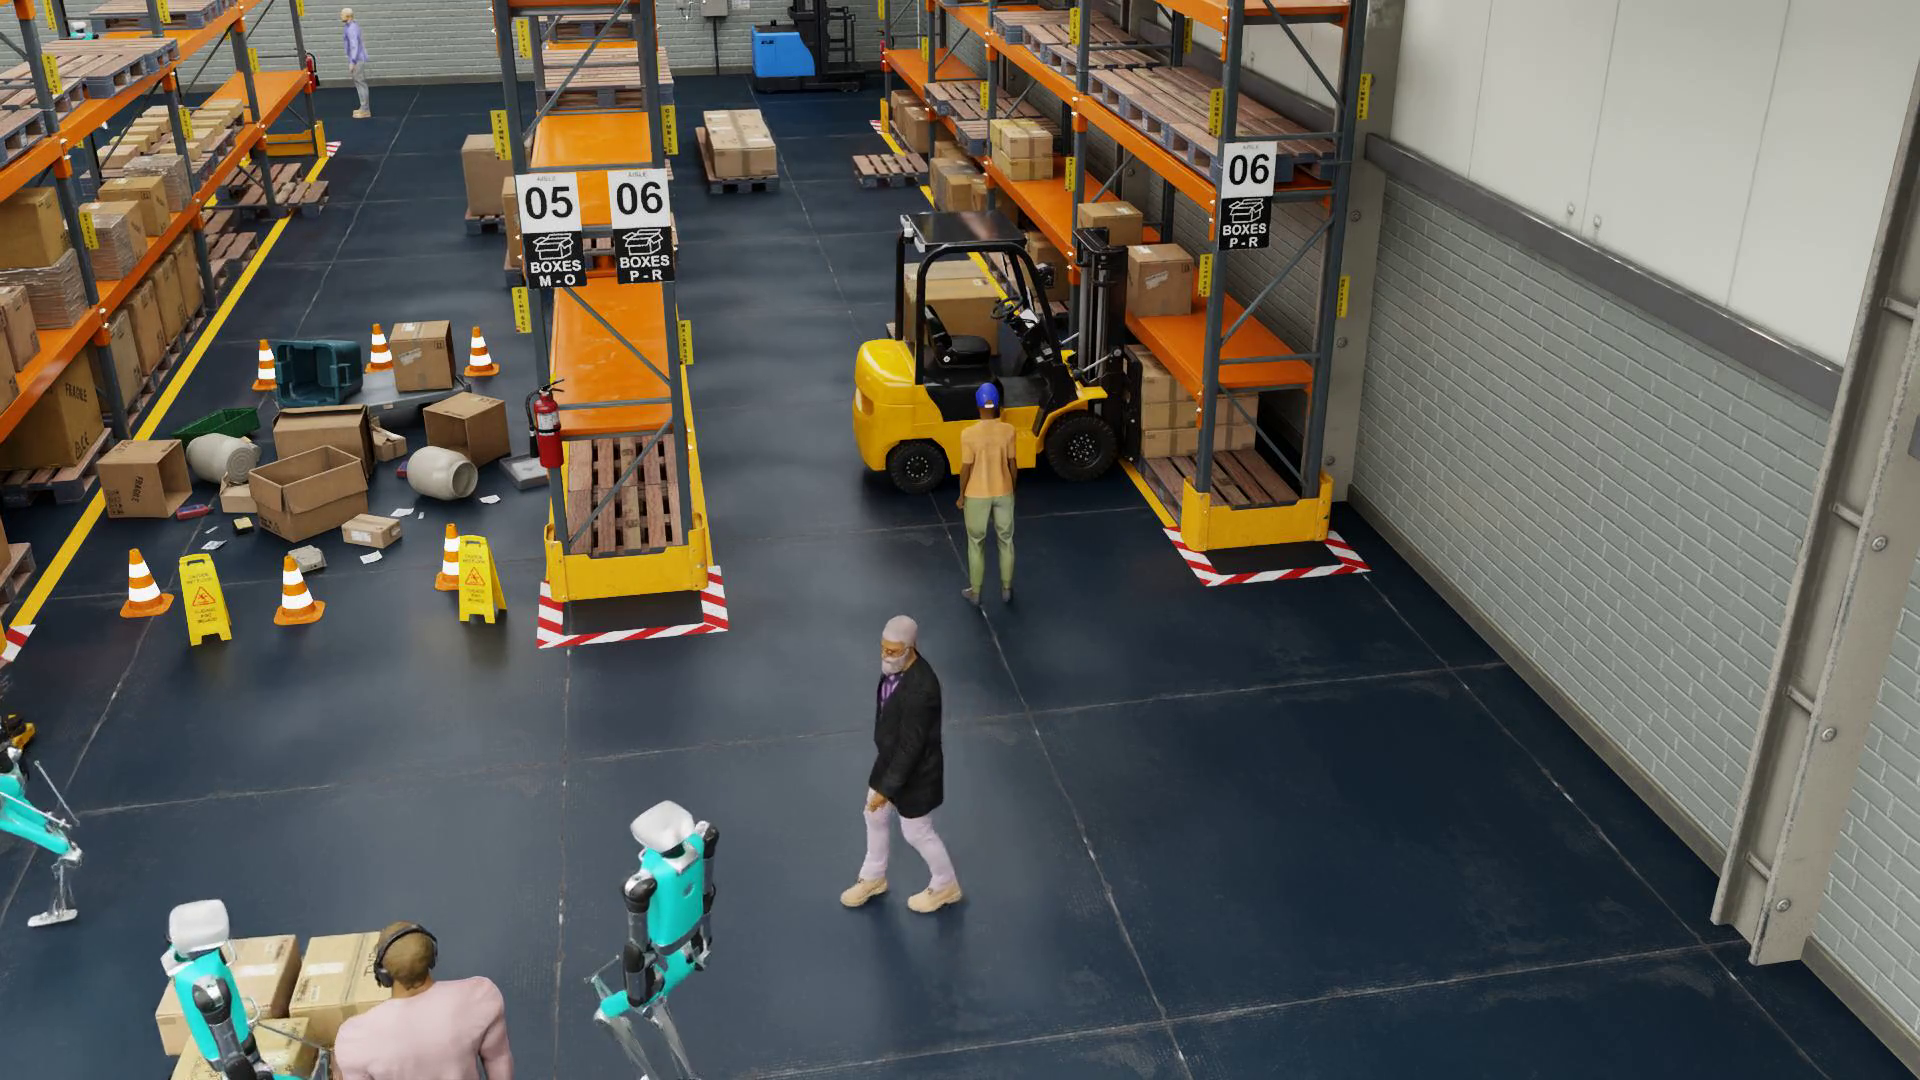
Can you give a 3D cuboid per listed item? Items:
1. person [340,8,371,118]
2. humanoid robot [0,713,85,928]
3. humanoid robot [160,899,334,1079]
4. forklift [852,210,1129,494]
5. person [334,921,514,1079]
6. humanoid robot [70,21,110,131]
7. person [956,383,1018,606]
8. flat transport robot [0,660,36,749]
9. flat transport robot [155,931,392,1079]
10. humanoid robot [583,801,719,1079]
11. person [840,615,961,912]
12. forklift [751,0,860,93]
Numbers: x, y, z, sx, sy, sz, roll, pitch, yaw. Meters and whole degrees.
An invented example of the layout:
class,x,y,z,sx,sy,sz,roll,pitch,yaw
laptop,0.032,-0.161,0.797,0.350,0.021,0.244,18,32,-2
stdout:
class,x,y,z,sx,sy,sz,roll,pitch,yaw
person,-10.243,-8.102,28.235,0.395,1.799,0.588,-7,26,-14
humanoid robot,-4.894,1.359,8.721,0.701,1.882,0.534,-1,26,-1
humanoid robot,-2.804,2.194,6.887,0.664,1.809,0.546,-18,31,-32
forklift,0.216,-1.659,14.366,2.313,2.155,1.214,-5,26,-10
person,-2.029,2.275,6.465,0.629,1.940,0.373,-15,30,-29
humanoid robot,-14.483,-7.683,27.475,0.530,1.776,1.000,-23,34,-39
person,0.196,-0.336,12.154,0.448,1.718,0.355,-6,26,-13
flat transport robot,-6.671,1.312,10.396,1.431,0.231,0.659,0,26,1
flat transport robot,-3.053,2.586,7.743,1.431,0.231,0.659,-10,27,-19
humanoid robot,-1.437,1.887,7.521,0.739,1.782,0.567,16,30,30
person,-0.278,1.211,8.801,0.621,1.826,0.556,-11,28,-22
forklift,-2.872,-9.679,30.288,1.873,2.768,1.129,-5,26,-10
